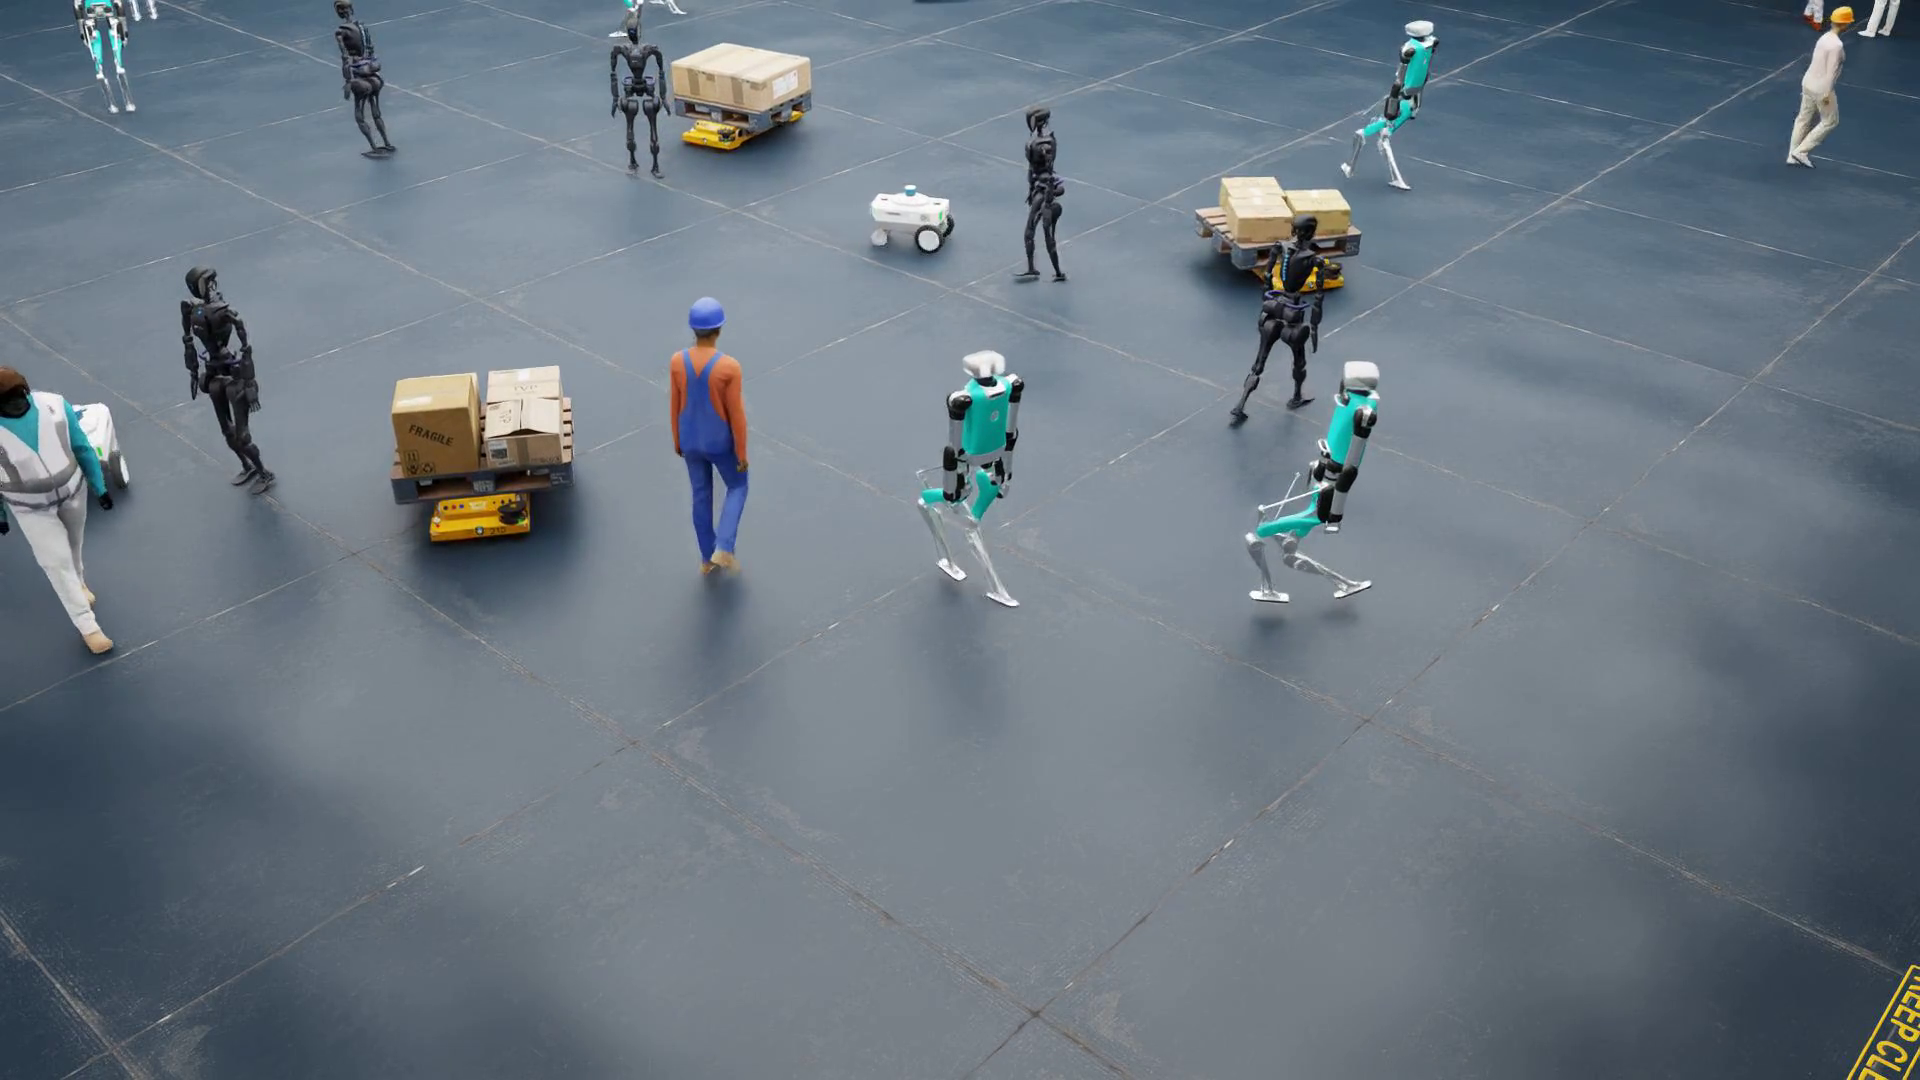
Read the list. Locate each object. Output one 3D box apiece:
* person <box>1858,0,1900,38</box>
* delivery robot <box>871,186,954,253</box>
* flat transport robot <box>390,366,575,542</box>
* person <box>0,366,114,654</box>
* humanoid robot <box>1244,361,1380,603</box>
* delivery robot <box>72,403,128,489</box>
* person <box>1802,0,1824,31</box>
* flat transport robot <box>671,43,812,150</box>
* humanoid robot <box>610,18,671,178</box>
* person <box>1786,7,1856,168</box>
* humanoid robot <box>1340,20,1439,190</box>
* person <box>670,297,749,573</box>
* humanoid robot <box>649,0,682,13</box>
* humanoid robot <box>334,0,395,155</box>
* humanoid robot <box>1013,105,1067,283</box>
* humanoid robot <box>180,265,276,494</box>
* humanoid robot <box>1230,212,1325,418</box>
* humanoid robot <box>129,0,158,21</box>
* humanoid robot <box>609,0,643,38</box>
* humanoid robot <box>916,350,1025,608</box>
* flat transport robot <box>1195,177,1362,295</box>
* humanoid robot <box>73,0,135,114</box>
[{"bbox_3d":[12.245,-7.432,21.816,0.513,1.645,0.306,-7,32,-10],"label":"person"},{"bbox_3d":[-0.445,-3.062,15.828,0.805,0.609,0.499,7,33,11],"label":"delivery robot"},{"bbox_3d":[-3.359,-0.458,11.891,0.659,0.231,1.431,-6,32,-10],"label":"flat transport robot"},{"bbox_3d":[-5.543,-0.247,10.111,0.947,1.796,0.632,24,39,34],"label":"person"},{"bbox_3d":[2.122,-0.286,10.226,1.014,1.721,0.537,0,32,0],"label":"humanoid robot"},{"bbox_3d":[-6.306,-0.685,11.979,0.499,0.587,0.769,-11,33,-17],"label":"delivery robot"},{"bbox_3d":[11.644,-7.789,22.238,0.558,1.807,0.610,-6,32,-9],"label":"person"},{"bbox_3d":[-2.445,-4.737,18.782,0.659,0.231,1.431,17,36,26],"label":"flat transport robot"},{"bbox_3d":[-3.317,-4.594,17.230,0.611,1.651,0.446,-4,32,-6],"label":"humanoid robot"},{"bbox_3d":[9.029,-4.717,17.399,0.394,1.681,0.509,0,32,1],"label":"person"},{"bbox_3d":[4.298,-4.448,16.968,0.566,1.799,0.951,-26,40,-35],"label":"humanoid robot"},{"bbox_3d":[-1.595,-0.637,10.651,0.528,1.890,0.499,7,33,11],"label":"person"},{"bbox_3d":[-4.182,-8.152,22.947,0.905,1.775,0.532,12,34,19],"label":"humanoid robot"},{"bbox_3d":[-6.398,-4.977,17.841,0.420,1.631,0.612,9,33,14],"label":"humanoid robot"},{"bbox_3d":[0.730,-3.059,14.757,0.392,1.651,0.592,-9,33,-14],"label":"humanoid robot"},{"bbox_3d":[-5.156,-1.135,11.636,0.600,1.649,0.358,10,33,16],"label":"humanoid robot"},{"bbox_3d":[2.438,-1.679,12.588,0.822,1.639,0.586,-26,40,-35],"label":"humanoid robot"},{"bbox_3d":[-11.259,-7.939,22.548,0.531,1.787,0.692,-13,34,-20],"label":"humanoid robot"},{"bbox_3d":[-4.375,-7.322,21.537,0.578,1.755,0.800,-22,38,-31],"label":"humanoid robot"},{"bbox_3d":[0.023,-0.422,10.450,0.542,1.772,0.897,-21,38,-30],"label":"humanoid robot"},{"bbox_3d":[2.926,-2.658,15.434,0.659,0.231,1.431,-10,33,-15],"label":"flat transport robot"},{"bbox_3d":[-9.763,-5.759,19.023,0.558,1.744,0.847,-15,35,-23],"label":"humanoid robot"}]
